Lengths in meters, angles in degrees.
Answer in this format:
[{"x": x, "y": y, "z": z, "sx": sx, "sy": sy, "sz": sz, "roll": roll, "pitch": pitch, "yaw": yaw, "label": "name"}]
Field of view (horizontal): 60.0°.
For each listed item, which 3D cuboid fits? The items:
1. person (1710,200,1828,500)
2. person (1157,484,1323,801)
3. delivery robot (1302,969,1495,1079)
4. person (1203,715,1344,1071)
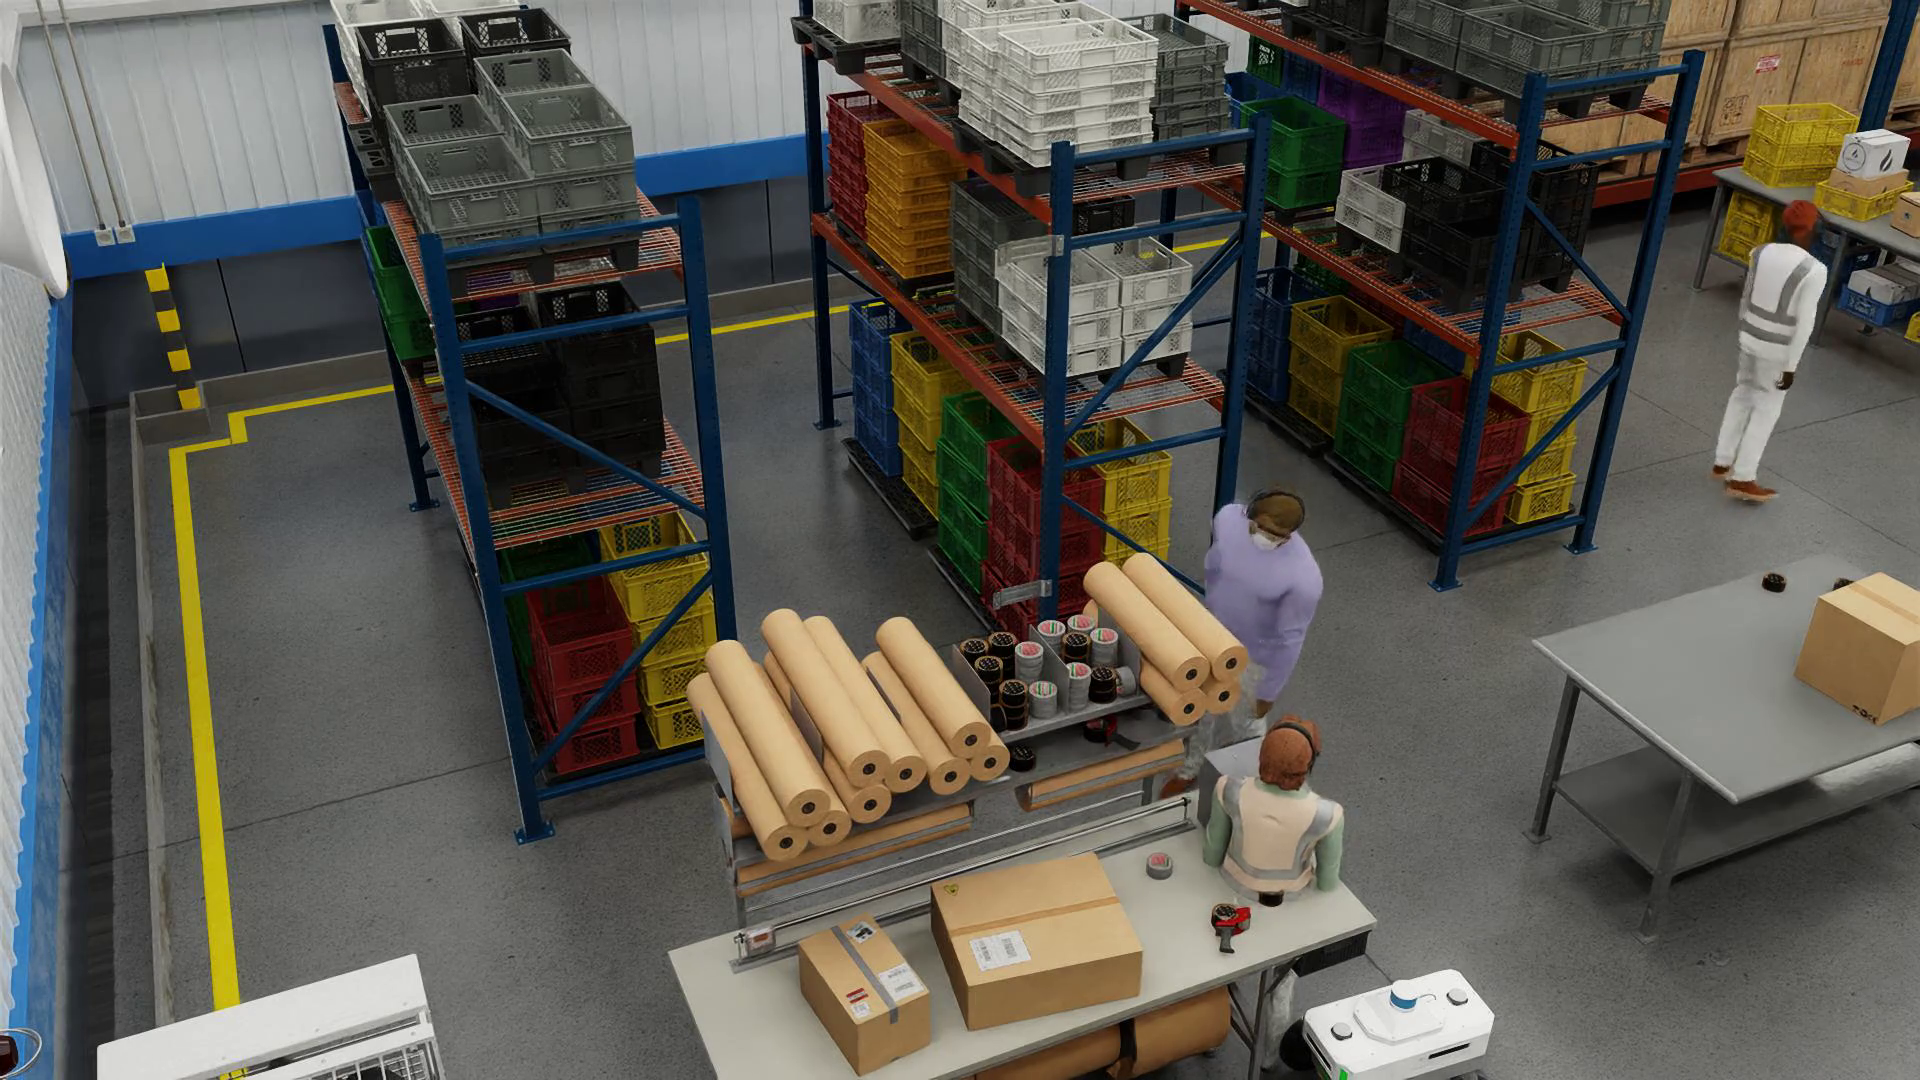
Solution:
[{"x": 5.037, "y": -1.172, "z": 10.356, "sx": 0.432, "sy": 1.847, "sz": 0.718, "roll": -9, "pitch": 33, "yaw": -14, "label": "person"}, {"x": 1.287, "y": 0.509, "z": 7.587, "sx": 0.628, "sy": 1.883, "sz": 0.711, "roll": -26, "pitch": 40, "yaw": -36, "label": "person"}, {"x": 1.701, "y": 1.919, "z": 6.473, "sx": 0.707, "sy": 0.478, "sz": 0.477, "roll": -11, "pitch": 33, "yaw": -17, "label": "delivery robot"}, {"x": 1.178, "y": 1.384, "z": 6.410, "sx": 0.523, "sy": 1.631, "sz": 0.315, "roll": 10, "pitch": 33, "yaw": 16, "label": "person"}]
